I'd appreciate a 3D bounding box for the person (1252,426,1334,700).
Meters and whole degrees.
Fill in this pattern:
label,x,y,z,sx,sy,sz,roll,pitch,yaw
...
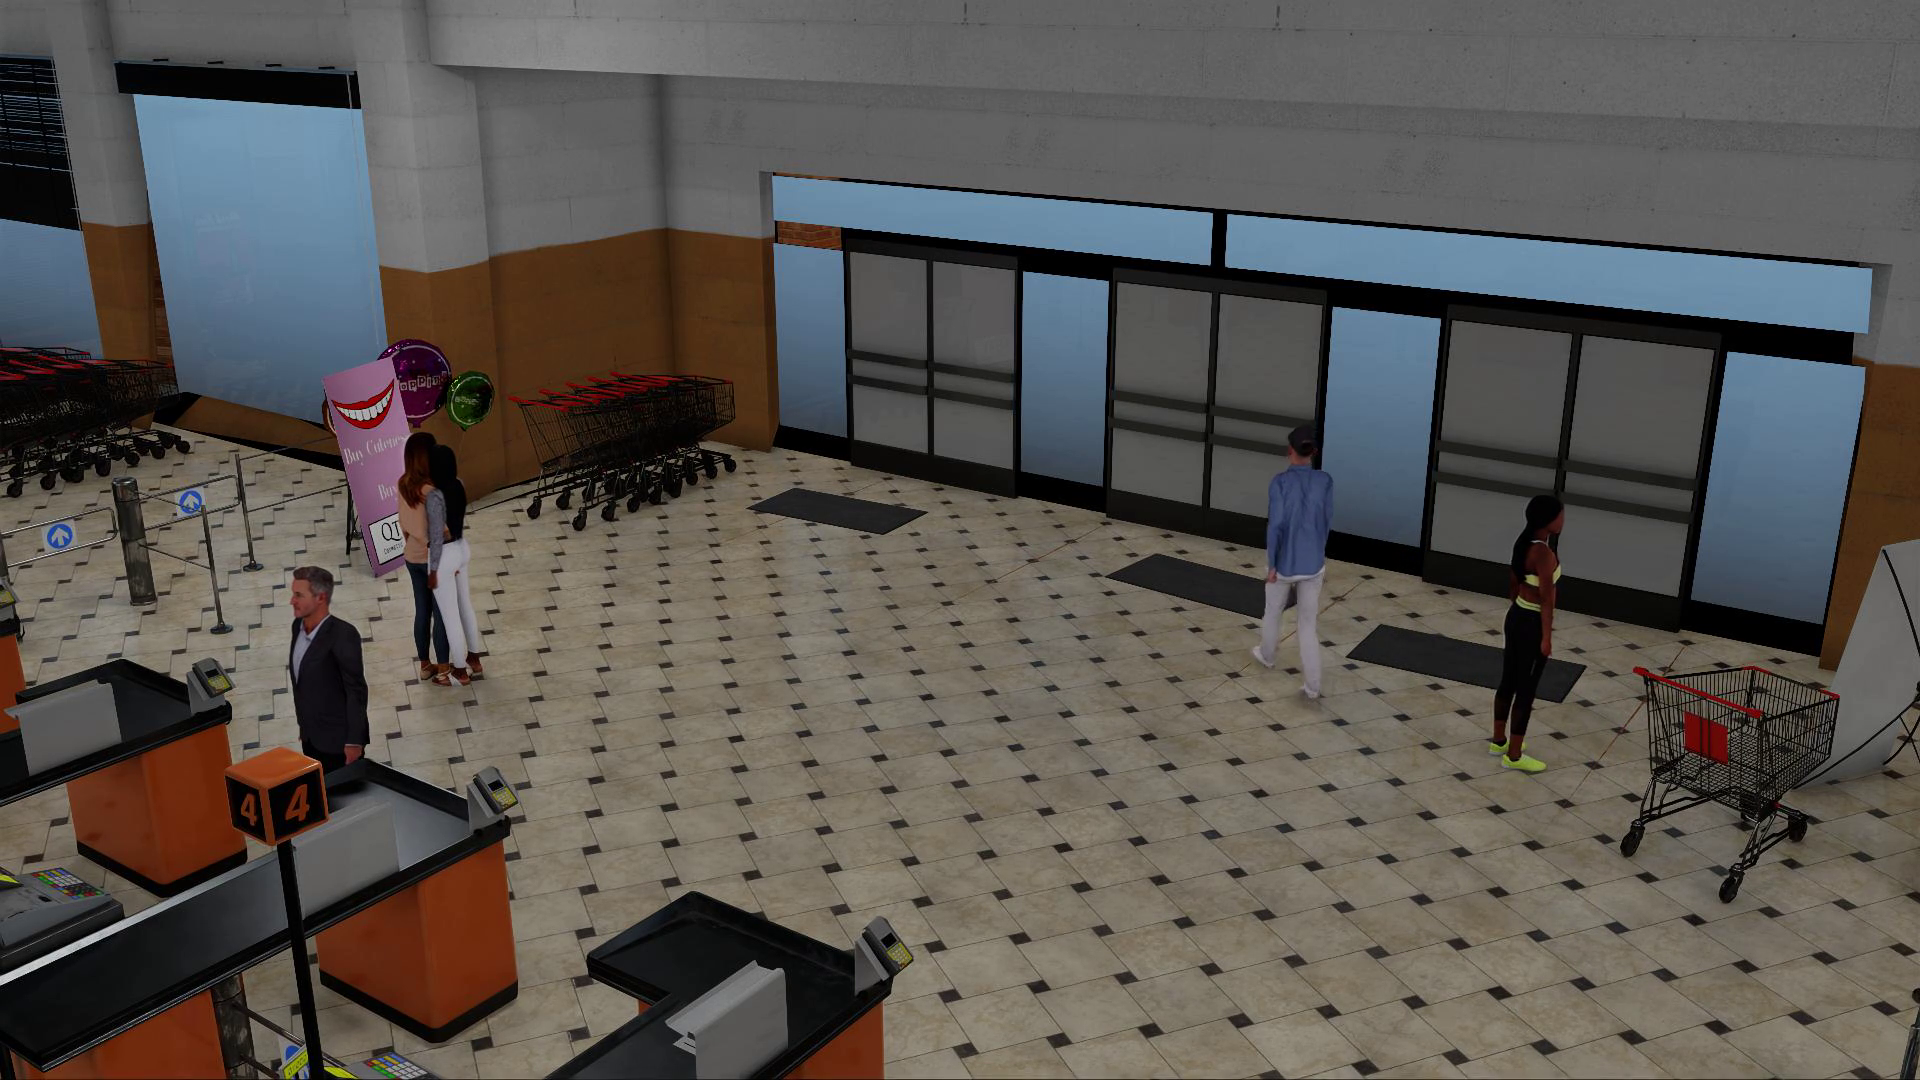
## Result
label,x,y,z,sx,sy,sz,roll,pitch,yaw
person,2.306,0.191,11.244,1.163,1.844,1.232,-3,19,-8

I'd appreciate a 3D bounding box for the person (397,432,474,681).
label,x,y,z,sx,sy,sz,roll,pitch,yaw
person,-3.687,0.125,11.525,0.600,1.790,0.525,11,22,30

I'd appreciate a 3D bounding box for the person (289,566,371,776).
label,x,y,z,sx,sy,sz,roll,pitch,yaw
person,-3.354,0.997,8.856,0.705,1.842,0.585,13,23,34

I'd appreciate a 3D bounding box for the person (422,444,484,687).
label,x,y,z,sx,sy,sz,roll,pitch,yaw
person,-3.539,0.160,11.522,0.725,1.725,0.603,3,19,9

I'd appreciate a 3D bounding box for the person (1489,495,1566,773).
label,x,y,z,sx,sy,sz,roll,pitch,yaw
person,3.503,0.560,10.289,0.699,1.754,0.634,-3,19,-8
